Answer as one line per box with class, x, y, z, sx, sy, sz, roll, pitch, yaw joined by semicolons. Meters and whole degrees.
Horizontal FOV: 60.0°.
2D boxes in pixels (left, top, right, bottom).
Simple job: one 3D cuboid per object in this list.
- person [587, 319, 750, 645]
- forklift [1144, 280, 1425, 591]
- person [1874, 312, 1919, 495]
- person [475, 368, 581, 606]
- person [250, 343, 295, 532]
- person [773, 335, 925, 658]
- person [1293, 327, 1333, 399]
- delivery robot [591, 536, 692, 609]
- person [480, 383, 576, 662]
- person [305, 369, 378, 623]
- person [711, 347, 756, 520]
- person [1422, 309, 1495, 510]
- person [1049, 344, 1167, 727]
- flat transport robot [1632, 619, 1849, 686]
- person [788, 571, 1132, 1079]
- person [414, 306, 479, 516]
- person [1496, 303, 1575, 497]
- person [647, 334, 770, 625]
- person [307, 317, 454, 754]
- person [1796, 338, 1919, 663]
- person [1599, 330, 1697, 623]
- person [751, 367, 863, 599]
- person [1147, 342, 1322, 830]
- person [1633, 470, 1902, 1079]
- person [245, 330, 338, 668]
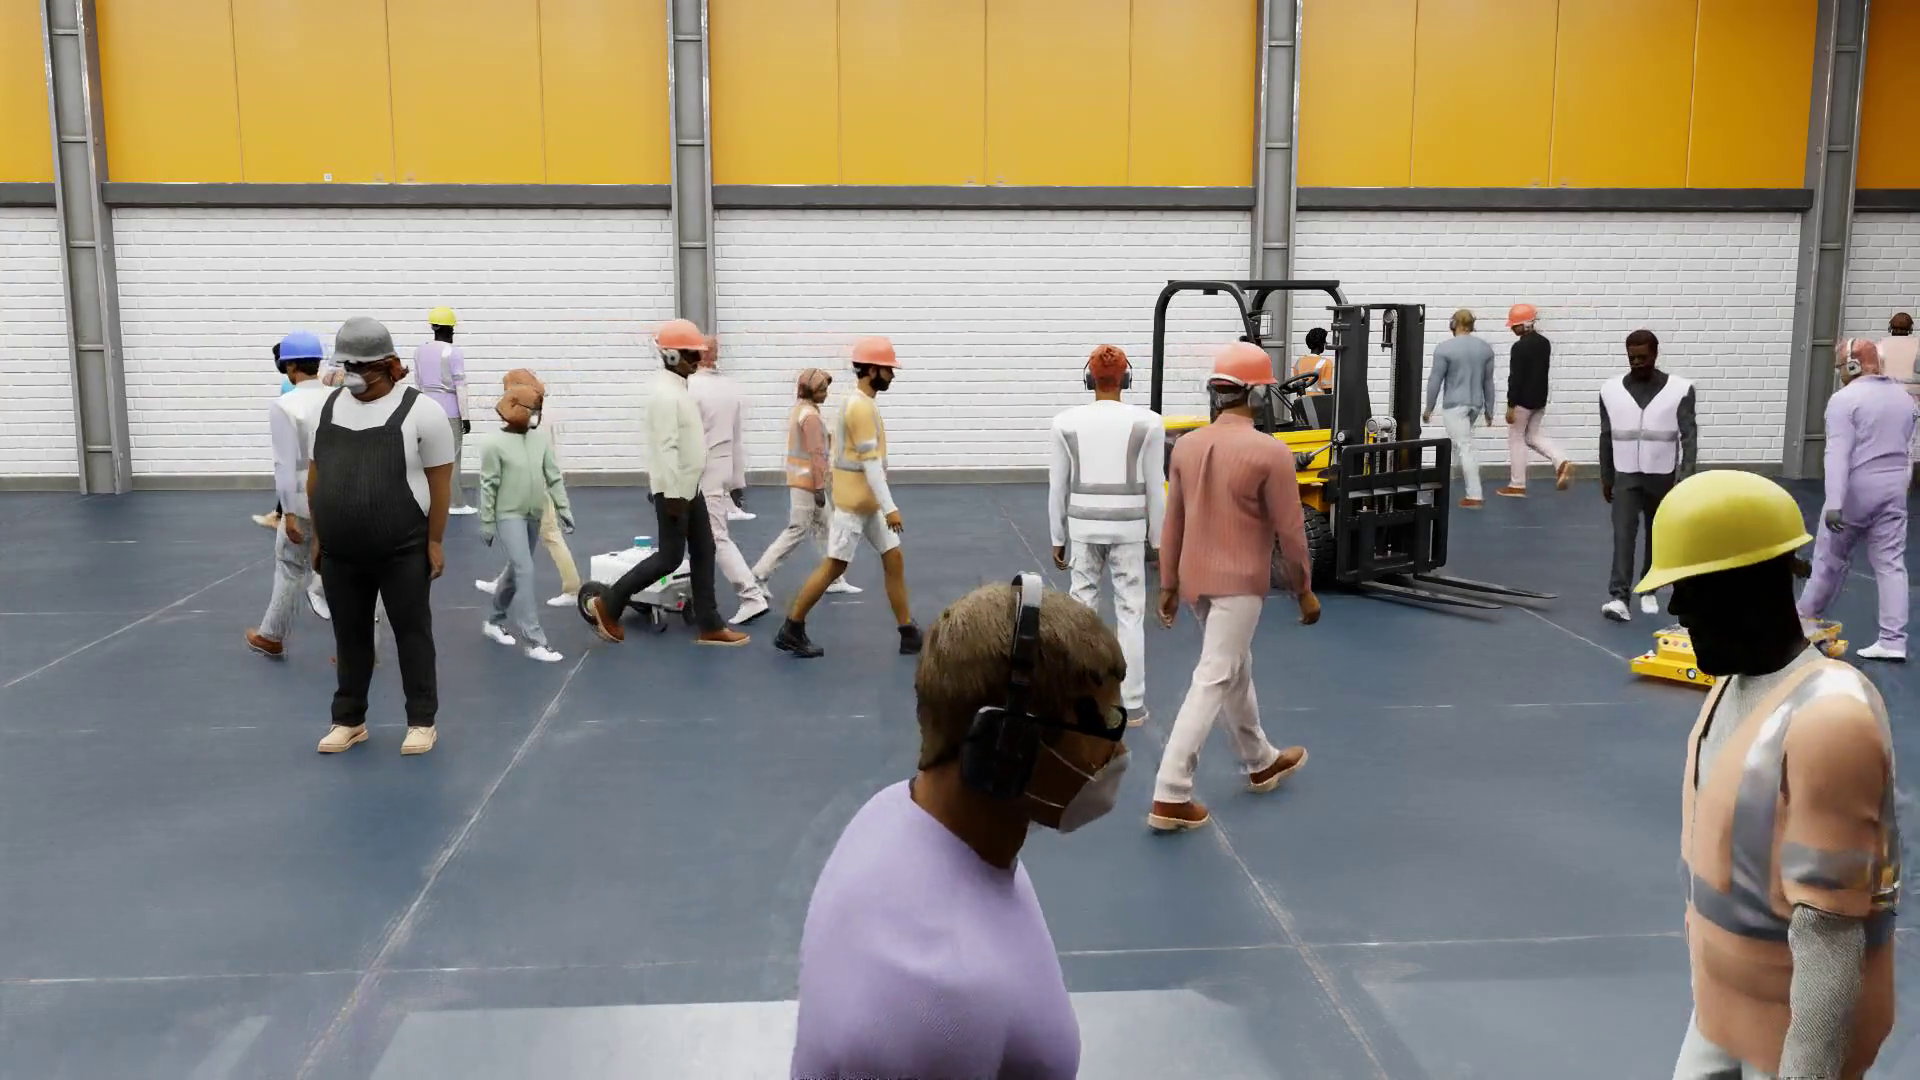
person;-1.742;-0.318;9.813;0.869;1.966;0.628;0;9;1
forklift;2.301;-0.860;12.475;1.214;2.155;2.313;-6;11;-35
person;9.450;-1.376;16.823;0.635;1.842;0.429;4;10;22
person;-2.913;-0.341;11.067;0.833;1.588;0.515;1;9;5
person;-5.639;-0.865;14.197;0.881;1.636;0.551;0;9;2
person;-0.607;-0.239;9.580;1.019;1.885;0.537;0;9;3
person;3.573;-1.301;16.829;0.320;1.694;0.532;-5;10;-27
delivery robot;-2.002;0.220;10.533;0.707;0.478;0.477;6;11;35
person;-2.595;-0.125;9.739;0.808;1.598;0.499;5;10;29
person;-3.898;-0.265;10.494;0.388;1.623;0.536;3;9;16
person;-2.303;-0.933;14.835;0.867;1.588;0.522;-2;9;-10
person;4.733;-1.254;15.907;0.637;1.883;0.931;-4;10;-25
person;0.722;-0.018;8.186;0.578;1.880;0.350;3;9;16
flat transport robot;4.415;0.594;9.365;1.431;0.197;0.652;-9;13;-44
person;0.037;0.966;1.961;0.992;1.880;0.656;-1;9;-4
person;-4.752;-1.185;15.351;0.591;1.927;0.366;4;10;26
person;5.683;-1.361;16.431;0.634;1.947;0.713;-7;12;-39
person;-1.615;-0.393;10.643;0.997;1.860;0.627;3;10;19
person;-2.702;-0.016;7.657;0.672;2.000;0.536;1;9;5
person;5.199;-0.243;9.692;0.659;1.843;0.964;-3;9;-17
person;4.368;-0.404;10.637;0.611;1.860;0.992;5;10;27
person;-1.091;-0.383;11.343;0.797;1.601;0.537;-1;9;-9
person;1.111;0.177;6.777;1.044;1.944;0.608;-6;11;-34
person;1.501;0.823;2.880;0.763;1.883;0.645;1;9;7
person;-3.686;-0.221;9.391;0.962;1.896;0.603;6;11;33
